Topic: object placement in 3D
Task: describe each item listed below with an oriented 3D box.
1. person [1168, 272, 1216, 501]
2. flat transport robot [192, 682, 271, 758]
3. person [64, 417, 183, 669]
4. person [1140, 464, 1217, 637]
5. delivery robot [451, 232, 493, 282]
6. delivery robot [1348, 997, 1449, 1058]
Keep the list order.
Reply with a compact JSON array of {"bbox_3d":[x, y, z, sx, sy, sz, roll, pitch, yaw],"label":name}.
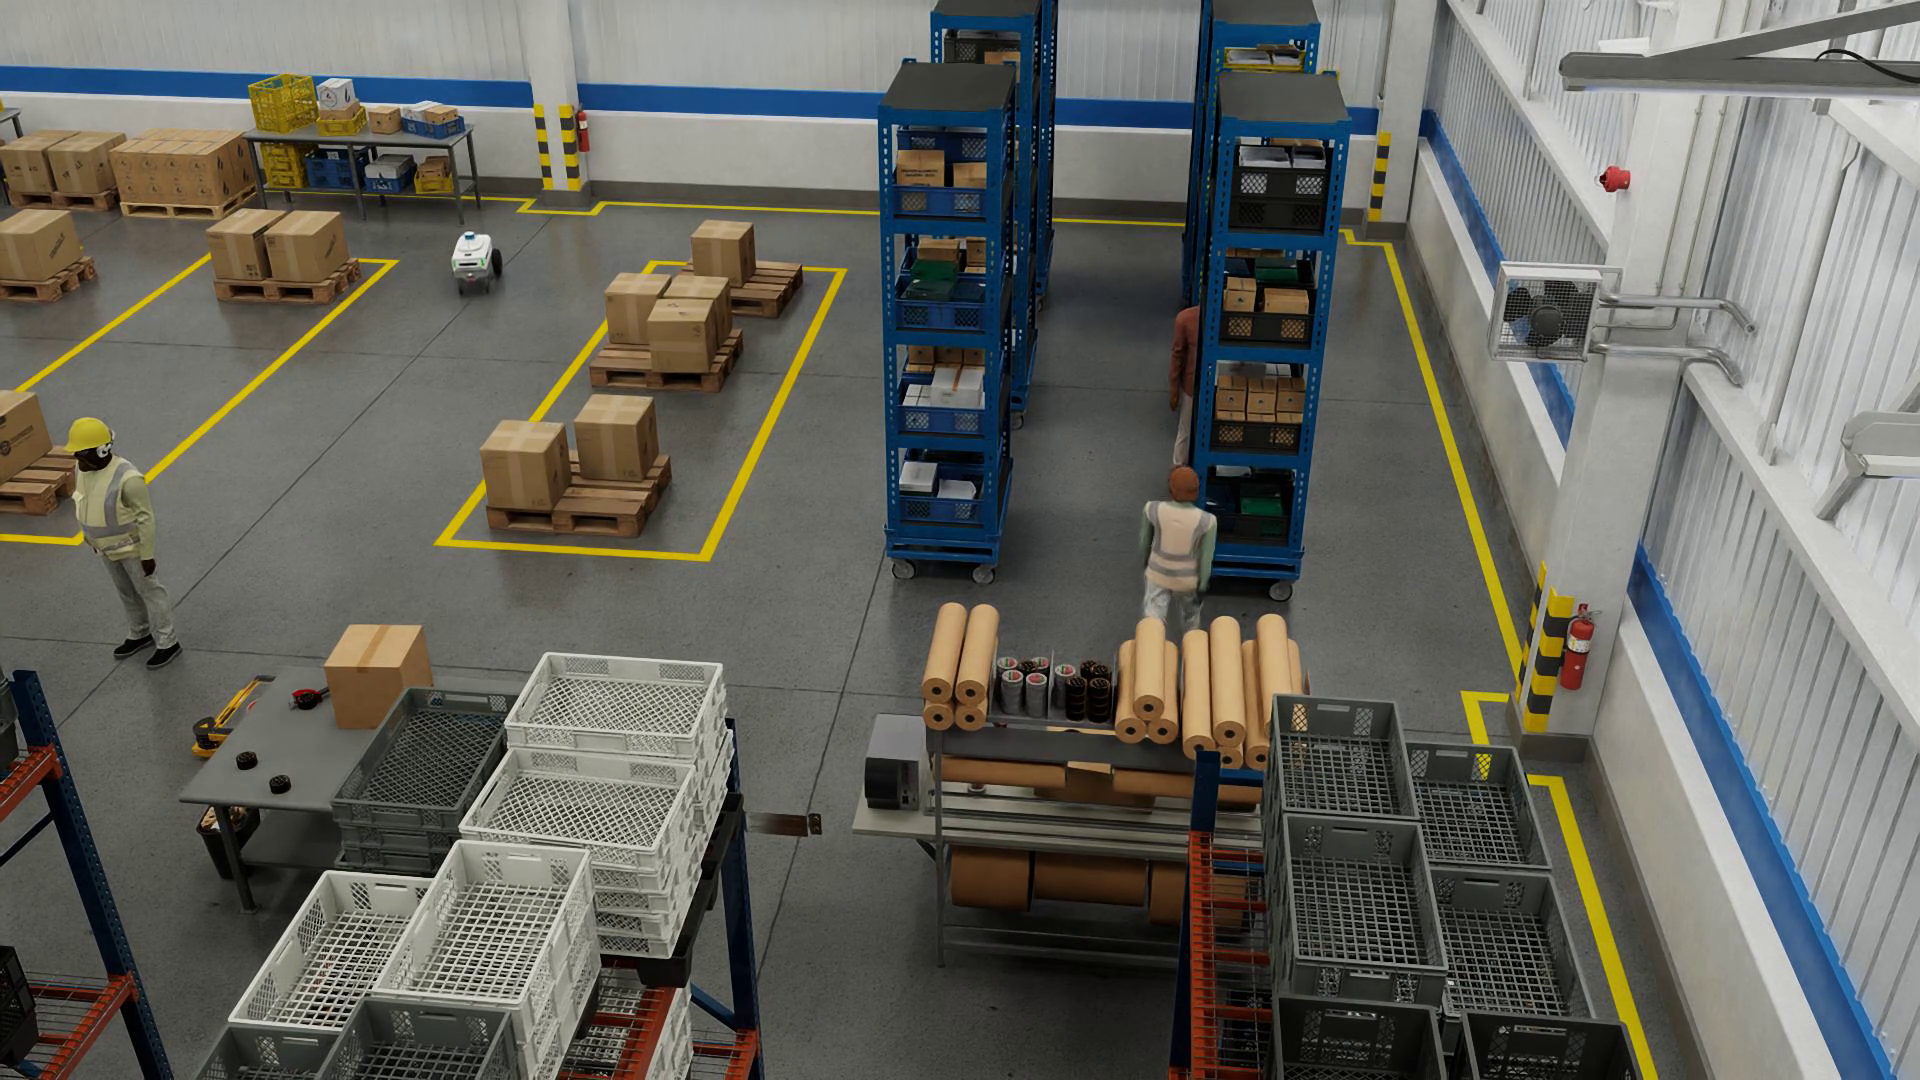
[{"bbox_3d":[1.932,-1.202,13.006,0.622,1.996,0.370,-5,31,-8],"label":"person"},{"bbox_3d":[-4.089,1.163,10.648,1.431,0.197,0.652,3,30,6],"label":"flat transport robot"},{"bbox_3d":[-5.594,0.015,11.076,0.588,1.835,0.403,15,33,24],"label":"person"},{"bbox_3d":[1.404,0.248,10.913,0.508,1.595,0.827,8,31,13],"label":"person"},{"bbox_3d":[-5.101,-2.979,17.392,0.477,0.478,0.707,-4,31,-7],"label":"delivery robot"},{"bbox_3d":[2.084,2.343,8.251,0.707,0.478,0.477,-17,34,-27],"label":"delivery robot"}]
